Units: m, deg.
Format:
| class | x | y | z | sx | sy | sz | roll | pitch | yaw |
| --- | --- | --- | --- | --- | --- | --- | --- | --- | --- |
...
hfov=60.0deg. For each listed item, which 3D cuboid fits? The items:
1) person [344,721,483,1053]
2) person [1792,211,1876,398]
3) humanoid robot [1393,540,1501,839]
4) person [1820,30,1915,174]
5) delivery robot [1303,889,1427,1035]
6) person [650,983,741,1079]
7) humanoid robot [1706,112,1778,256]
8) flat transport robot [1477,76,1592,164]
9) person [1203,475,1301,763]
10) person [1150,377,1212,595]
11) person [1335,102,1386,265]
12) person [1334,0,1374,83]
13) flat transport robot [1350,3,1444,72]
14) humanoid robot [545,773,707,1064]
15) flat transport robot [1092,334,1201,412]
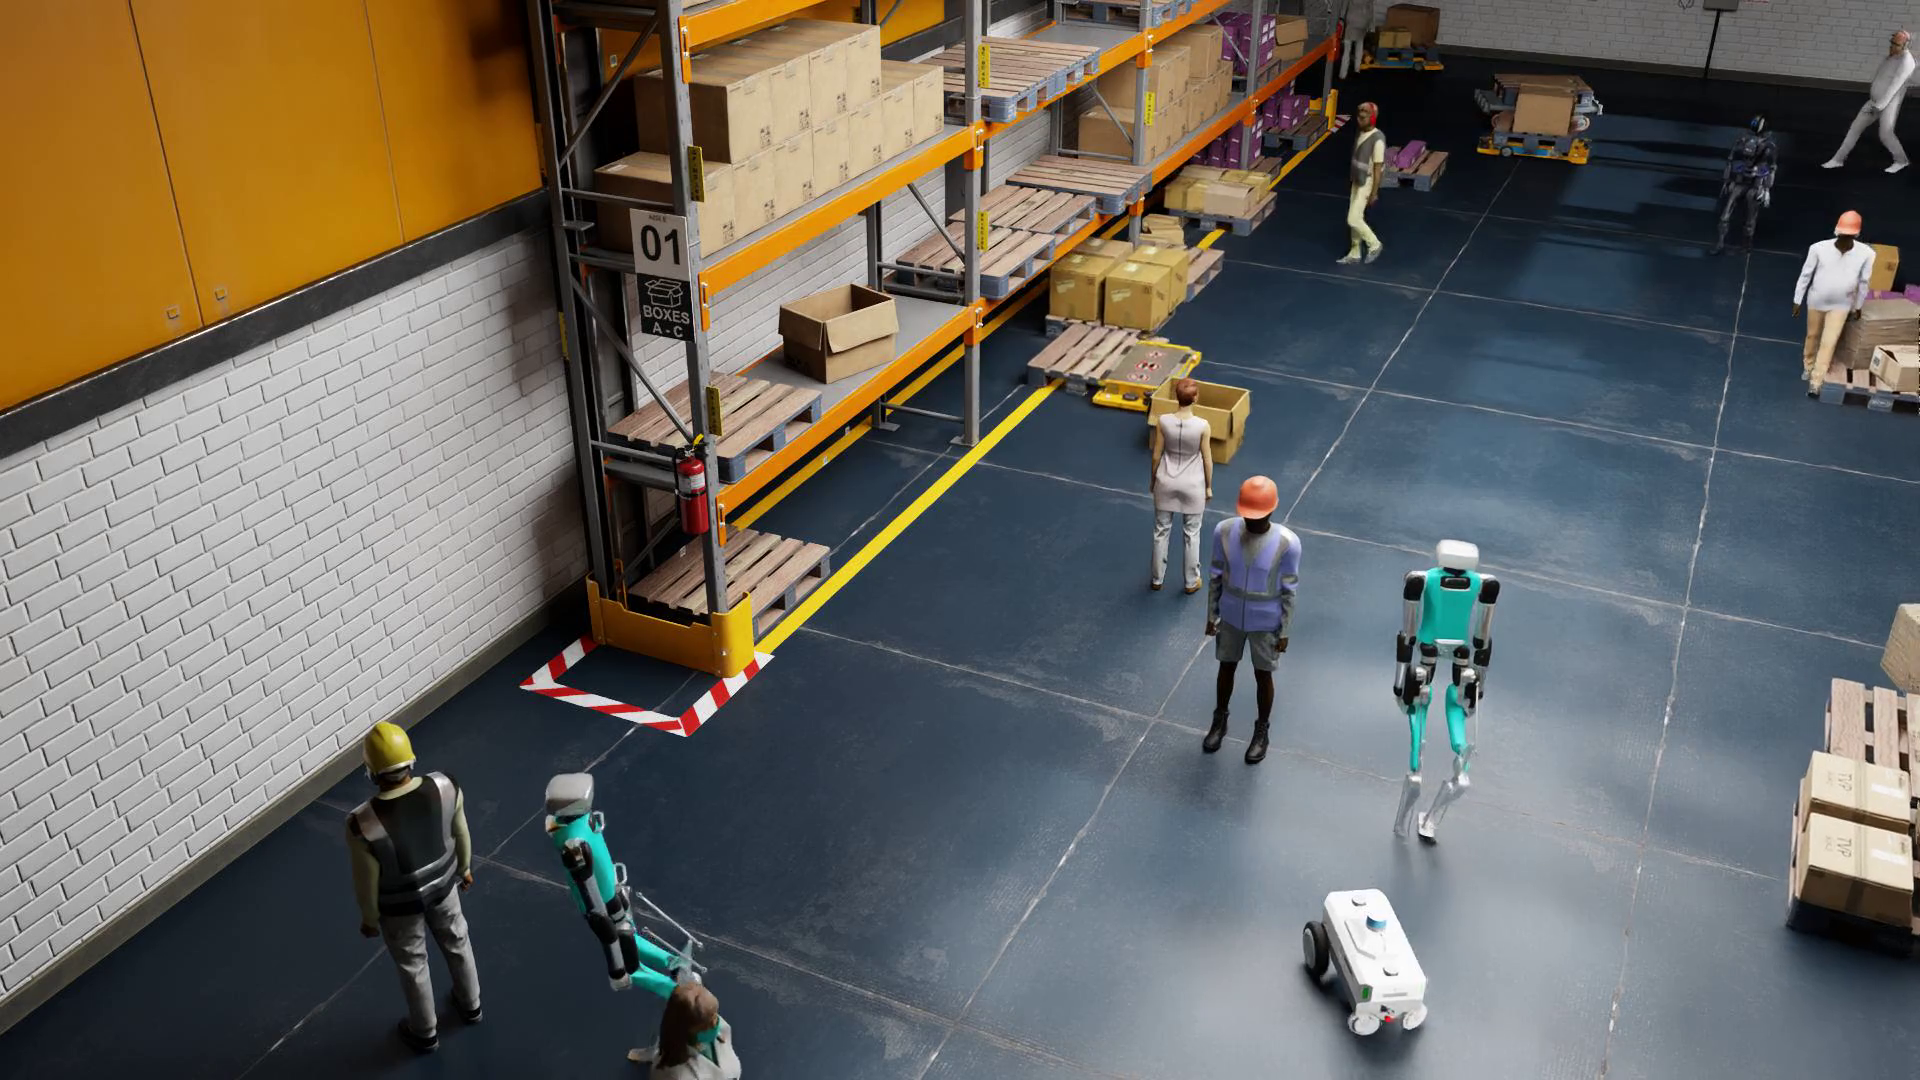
| class | x | y | z | sx | sy | sz | roll | pitch | yaw |
| --- | --- | --- | --- | --- | --- | --- | --- | --- | --- |
| person | -2.628 | 1.662 | 8.000 | 0.404 | 1.830 | 0.601 | 24 | 37 | 37 |
| person | 7.952 | -2.174 | 15.232 | 0.587 | 1.700 | 0.900 | 16 | 32 | 27 |
| humanoid robot | 2.755 | 0.967 | 9.455 | 0.542 | 1.819 | 0.819 | 2 | 28 | 3 |
| person | 12.011 | -5.700 | 21.644 | 0.996 | 1.832 | 0.623 | -1 | 28 | -2 |
| delivery robot | 2.092 | 2.123 | 8.495 | 0.502 | 0.599 | 0.770 | -3 | 28 | -5 |
| person | -1.086 | 2.431 | 6.764 | 0.550 | 1.643 | 0.499 | 12 | 31 | 22 |
| humanoid robot | 8.814 | -3.969 | 18.623 | 0.630 | 1.636 | 0.584 | -24 | 36 | -37 |
| flat transport robot | 7.836 | -5.368 | 22.682 | 1.431 | 0.231 | 0.659 | 12 | 30 | 21 |
| person | 1.751 | 0.476 | 10.103 | 0.543 | 1.929 | 0.384 | 13 | 31 | 23 |
| person | 1.587 | -0.383 | 11.972 | 0.459 | 1.656 | 0.270 | 9 | 30 | 16 |
| person | 4.443 | -3.912 | 18.333 | 0.444 | 1.829 | 0.575 | -4 | 29 | -7 |
| person | 6.255 | -8.179 | 26.278 | 0.588 | 1.802 | 0.632 | -1 | 28 | -2 |
| flat transport robot | 7.186 | -7.909 | 27.394 | 1.431 | 0.231 | 0.659 | 2 | 28 | 4 |
| humanoid robot | -1.448 | 1.838 | 7.797 | 0.821 | 1.791 | 0.566 | -8 | 29 | -14 |
| flat transport robot | 1.773 | -1.564 | 15.628 | 0.659 | 0.231 | 1.431 | 11 | 30 | 19 |
